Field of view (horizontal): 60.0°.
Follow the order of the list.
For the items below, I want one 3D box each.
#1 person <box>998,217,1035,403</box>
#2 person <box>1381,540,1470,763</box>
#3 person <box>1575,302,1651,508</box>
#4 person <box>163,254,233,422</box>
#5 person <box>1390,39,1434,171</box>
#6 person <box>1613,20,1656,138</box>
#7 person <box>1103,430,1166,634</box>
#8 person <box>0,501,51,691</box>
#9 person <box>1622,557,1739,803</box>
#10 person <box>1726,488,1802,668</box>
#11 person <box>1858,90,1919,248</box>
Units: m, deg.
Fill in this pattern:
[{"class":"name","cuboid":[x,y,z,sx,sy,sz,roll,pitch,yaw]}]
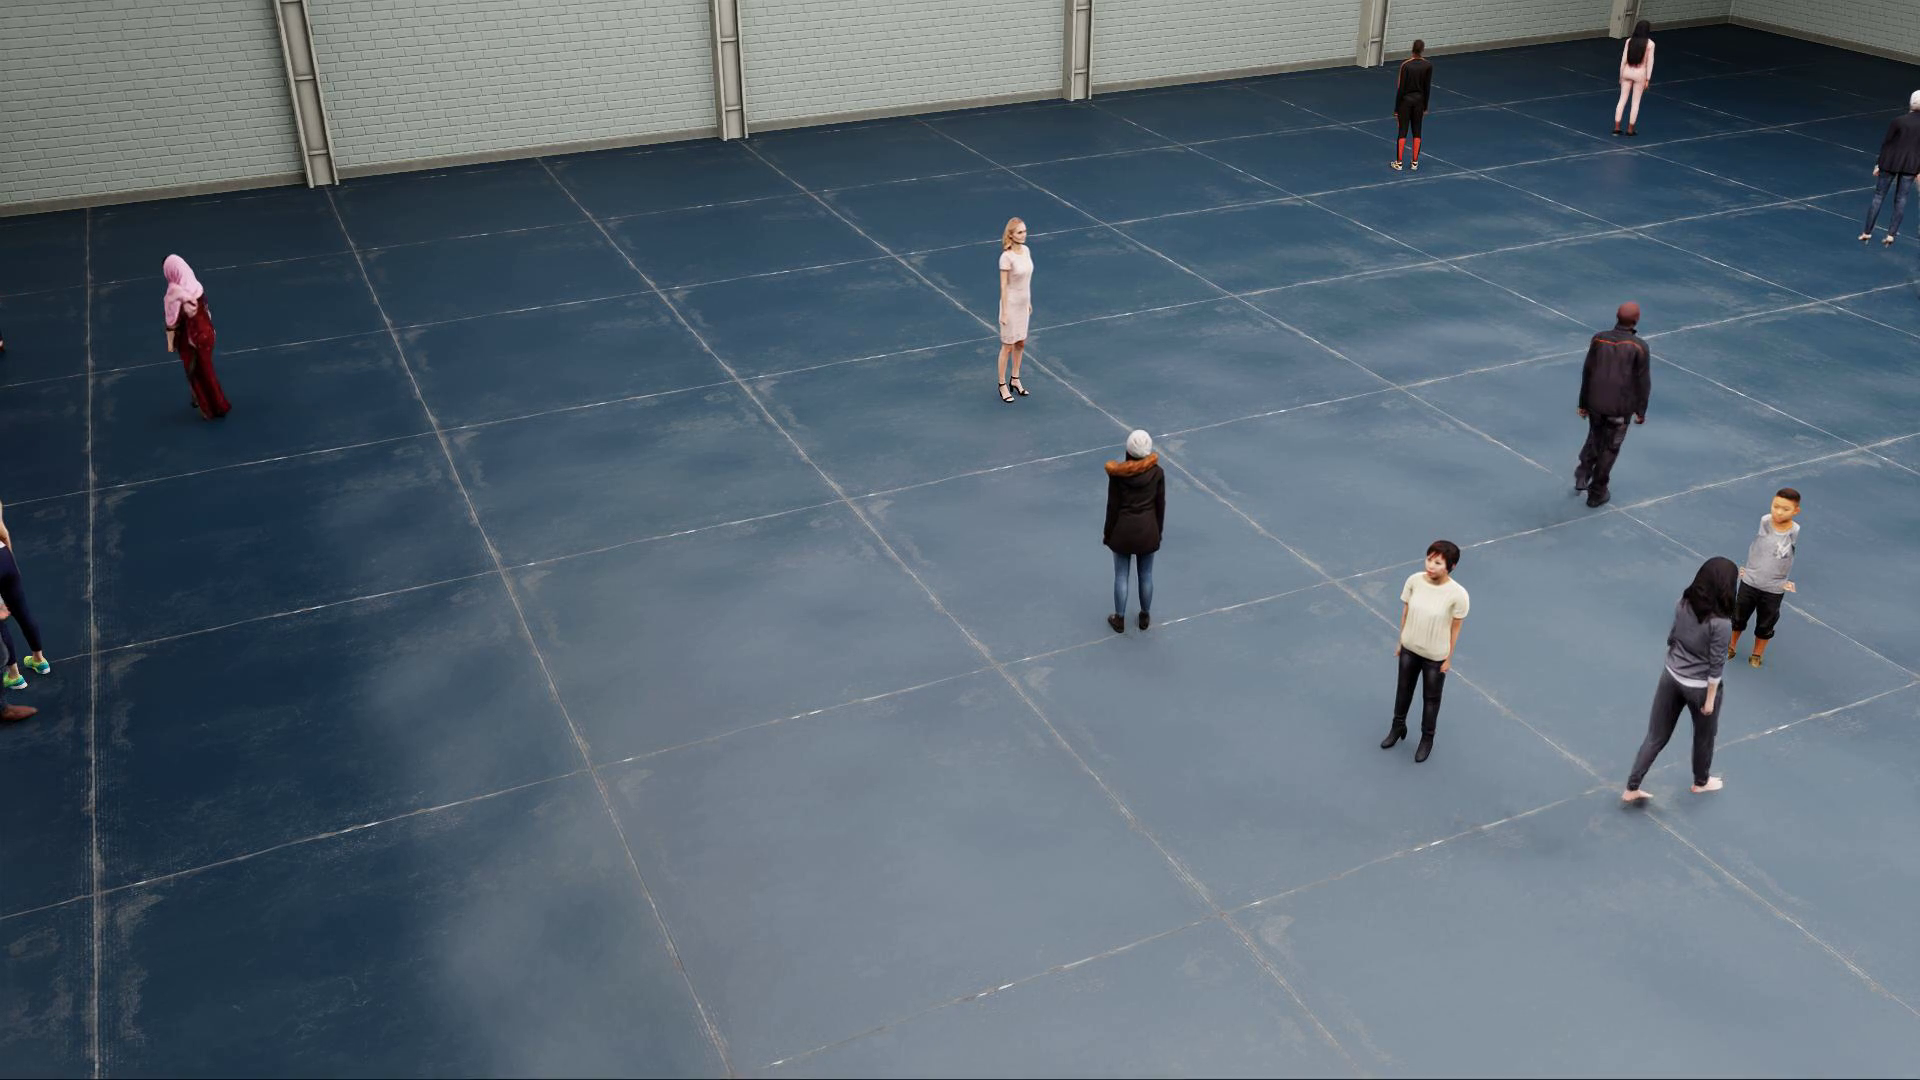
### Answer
[{"class":"person","cuboid":[0.531,-2.252,16.190,0.704,1.830,0.561,23,36,37]},{"class":"person","cuboid":[3.049,0.712,10.883,0.653,1.587,0.612,23,36,37]},{"class":"person","cuboid":[5.474,-1.123,14.089,0.785,1.811,0.793,-24,36,-37]},{"class":"person","cuboid":[-7.202,-1.924,15.773,0.915,1.642,0.858,7,29,14]},{"class":"person","cuboid":[6.403,-6.176,23.583,0.605,1.807,0.762,-1,28,-3]},{"class":"person","cuboid":[10.227,-7.009,25.240,0.687,1.720,0.650,23,36,37]},{"class":"person","cuboid":[1.291,-0.069,12.300,0.650,1.633,0.764,-3,28,-6]},{"class":"person","cuboid":[-6.769,0.246,11.635,0.735,1.703,0.665,11,30,20]},{"class":"person","cuboid":[4.464,0.925,10.333,0.990,1.727,0.628,-13,31,-24]},{"class":"person","cuboid":[5.785,0.231,11.927,0.643,1.456,0.654,18,33,31]},{"class":"person","cuboid":[10.504,-4.191,18.667,0.819,1.781,0.787,10,30,18]}]
